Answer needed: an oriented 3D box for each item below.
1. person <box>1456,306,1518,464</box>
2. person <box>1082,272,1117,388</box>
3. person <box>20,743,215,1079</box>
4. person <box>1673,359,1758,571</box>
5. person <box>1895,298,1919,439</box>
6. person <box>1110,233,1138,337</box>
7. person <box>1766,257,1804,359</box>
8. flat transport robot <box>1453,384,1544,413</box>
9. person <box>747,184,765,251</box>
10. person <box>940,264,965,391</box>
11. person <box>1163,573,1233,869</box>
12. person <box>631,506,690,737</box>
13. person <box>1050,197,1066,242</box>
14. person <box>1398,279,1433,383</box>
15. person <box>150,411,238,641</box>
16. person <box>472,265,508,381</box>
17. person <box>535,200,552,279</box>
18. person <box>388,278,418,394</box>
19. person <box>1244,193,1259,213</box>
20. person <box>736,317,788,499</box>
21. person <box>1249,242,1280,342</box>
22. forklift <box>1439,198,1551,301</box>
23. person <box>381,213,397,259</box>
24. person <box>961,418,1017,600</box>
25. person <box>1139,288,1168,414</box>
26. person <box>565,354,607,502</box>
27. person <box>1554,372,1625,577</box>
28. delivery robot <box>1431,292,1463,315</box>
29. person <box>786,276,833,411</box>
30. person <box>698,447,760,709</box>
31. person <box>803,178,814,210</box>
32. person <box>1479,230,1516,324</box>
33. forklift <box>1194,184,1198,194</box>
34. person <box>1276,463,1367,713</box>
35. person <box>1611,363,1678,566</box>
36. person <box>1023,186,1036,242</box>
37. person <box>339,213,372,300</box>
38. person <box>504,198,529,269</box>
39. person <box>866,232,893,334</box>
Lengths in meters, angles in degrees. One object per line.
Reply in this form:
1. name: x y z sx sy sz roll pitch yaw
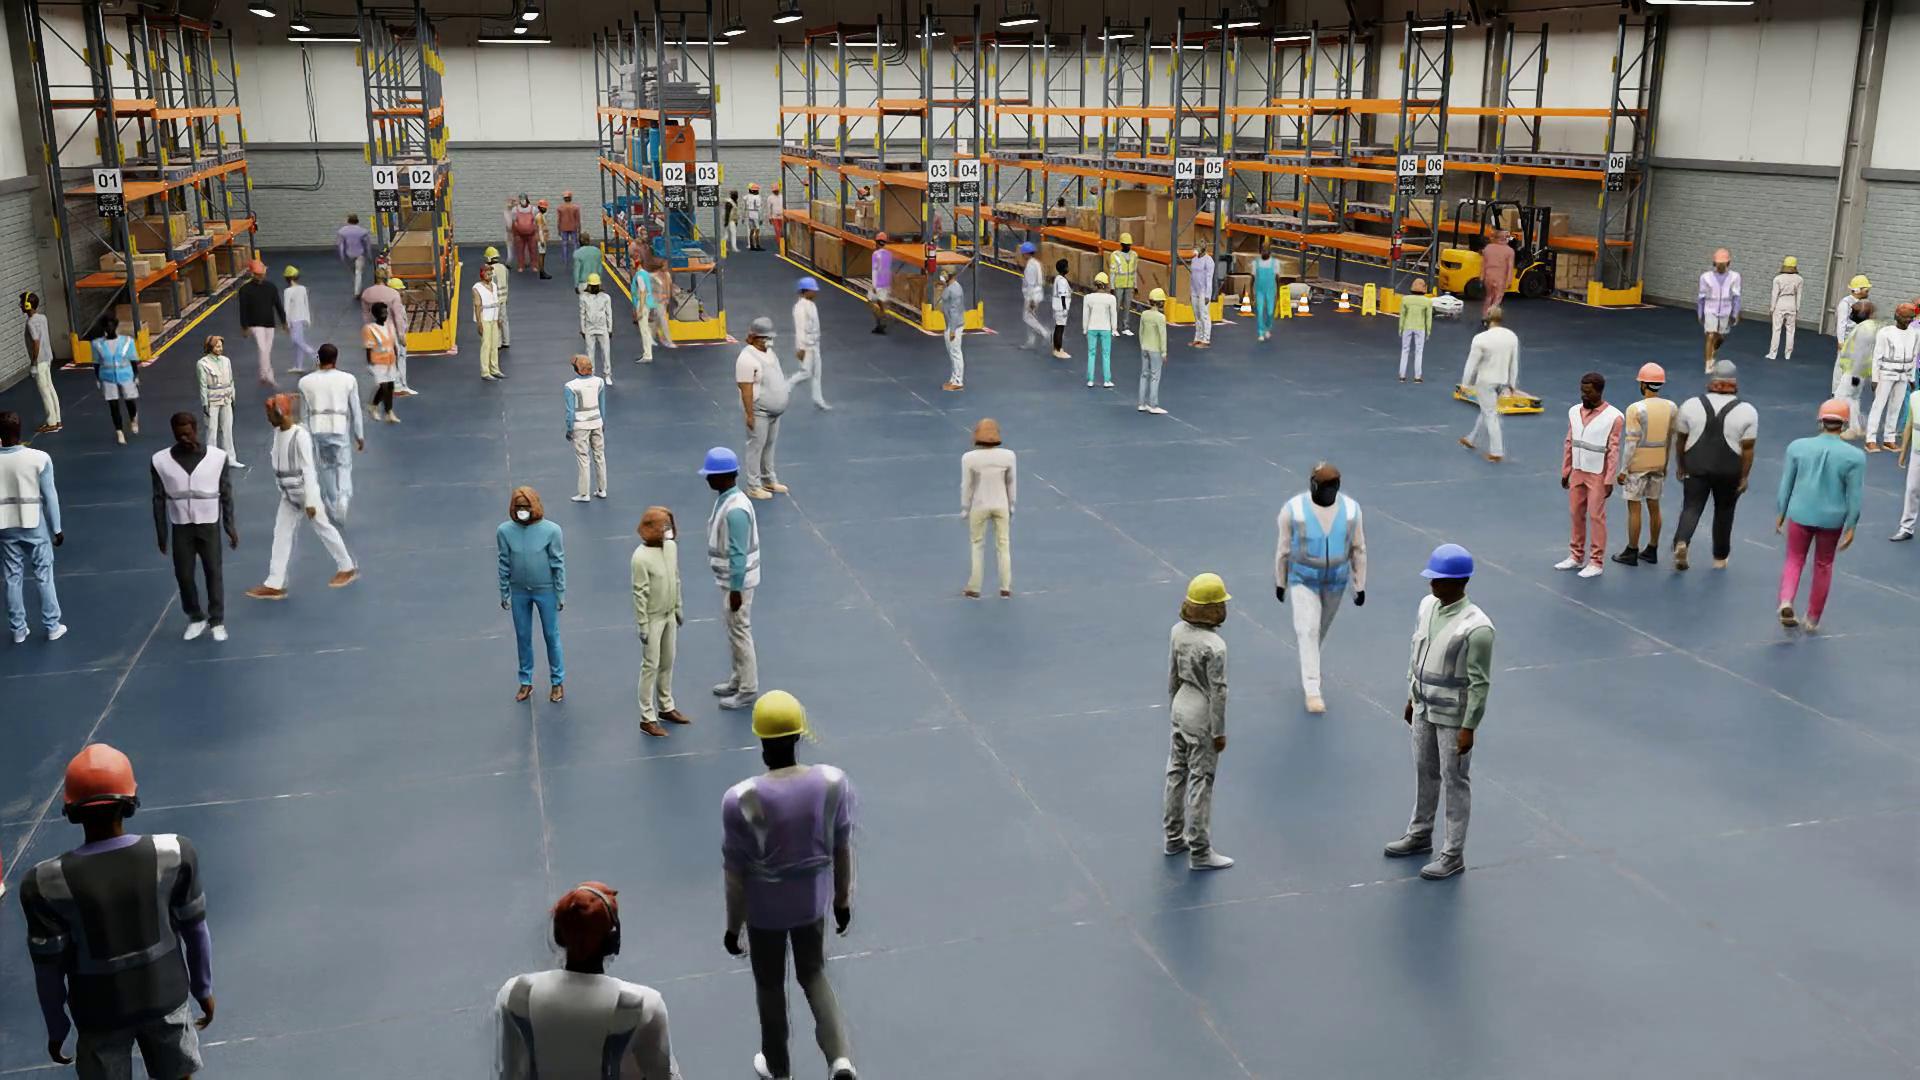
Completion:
1. person: 6.443 -1.933 20.483 0.660 1.893 0.976 -7 16 -24
2. person: 2.154 -3.230 25.620 0.533 1.767 0.326 4 15 14
3. person: -3.172 1.751 6.345 0.607 2.044 0.378 -10 18 -34
4. person: 7.037 -0.695 15.554 0.704 2.000 0.774 10 18 32
5. person: 12.503 -2.232 21.806 0.617 1.842 0.607 -7 17 -26
6. person: 3.077 -4.774 31.117 0.591 1.926 0.386 -7 16 -24
7. person: 14.094 -3.964 28.424 0.487 1.744 0.294 2 15 7
8. flat transport robot: 7.780 -2.055 24.061 0.652 0.197 1.431 -3 15 -11
9. person: -5.969 -9.401 48.511 0.547 1.938 0.379 14 20 42
10. person: -0.116 -3.234 25.333 0.376 1.932 0.623 -3 15 -10
11. person: 1.388 1.034 9.615 0.312 1.744 0.487 -7 17 -26
12. person: -2.110 0.553 11.650 0.281 1.630 0.511 6 16 23
13. person: 2.631 -8.111 43.810 0.548 1.850 0.489 -4 15 -15
14. person: 7.127 -3.277 26.065 0.506 1.626 0.286 6 16 21
15. person: -6.253 -0.116 13.620 0.607 1.916 0.389 -6 16 -20
16. person: -7.460 -3.426 26.240 0.404 1.831 0.573 4 15 15
17. person: -10.279 -7.411 41.039 0.374 1.929 0.542 -2 15 -9
18. person: -8.433 -3.064 25.037 0.296 1.744 0.487 -10 18 -34
19. person: 8.316 -9.075 47.655 0.493 1.743 0.295 13 20 41
20. person: -2.179 -1.483 18.518 0.535 2.000 0.685 5 16 19
21. person: 5.567 -4.528 30.379 0.562 1.824 0.427 3 15 12
22. forklift: 11.913 -6.508 37.130 2.313 2.155 1.214 -4 15 -15
23. person: -15.844 -8.717 46.119 0.429 1.842 0.637 -10 18 -32
24. person: 0.260 -0.274 14.750 0.506 1.631 0.266 -3 15 -12
25. person: 2.749 -2.671 23.516 0.328 1.767 0.531 -9 17 -30
26. person: -4.119 -1.234 18.348 0.307 1.641 0.513 12 19 39
27. person: 5.883 -0.621 15.534 0.399 1.909 0.599 -8 17 -28
28. delivery robot: 9.799 -4.745 33.462 0.477 0.478 0.707 -6 16 -20
29. person: -2.220 -2.778 23.606 0.739 1.928 0.625 4 15 14
30. person: -1.666 0.270 12.127 0.422 1.935 0.621 -4 15 -16
31. person: -4.720 -10.310 51.949 0.381 1.928 0.542 12 19 37
32. person: 10.418 -5.048 32.248 0.499 1.877 0.661 -13 20 -40
33. forklift: 7.392 -11.333 53.972 1.873 2.768 1.129 -4 15 -15
34. person: 2.663 0.287 12.337 0.638 1.797 0.975 -1 15 -5
35. person: 6.506 -0.720 15.843 0.549 1.936 0.377 -5 16 -17
36. person: 2.016 -9.420 48.555 0.380 1.951 0.607 -2 15 -9
37. person: -13.392 -6.284 36.877 0.642 1.893 1.034 -1 15 -5
38. person: -11.626 -8.007 43.464 0.652 1.843 1.041 5 16 18
39. person: -1.521 -4.846 31.431 0.396 1.903 0.559 12 19 37
